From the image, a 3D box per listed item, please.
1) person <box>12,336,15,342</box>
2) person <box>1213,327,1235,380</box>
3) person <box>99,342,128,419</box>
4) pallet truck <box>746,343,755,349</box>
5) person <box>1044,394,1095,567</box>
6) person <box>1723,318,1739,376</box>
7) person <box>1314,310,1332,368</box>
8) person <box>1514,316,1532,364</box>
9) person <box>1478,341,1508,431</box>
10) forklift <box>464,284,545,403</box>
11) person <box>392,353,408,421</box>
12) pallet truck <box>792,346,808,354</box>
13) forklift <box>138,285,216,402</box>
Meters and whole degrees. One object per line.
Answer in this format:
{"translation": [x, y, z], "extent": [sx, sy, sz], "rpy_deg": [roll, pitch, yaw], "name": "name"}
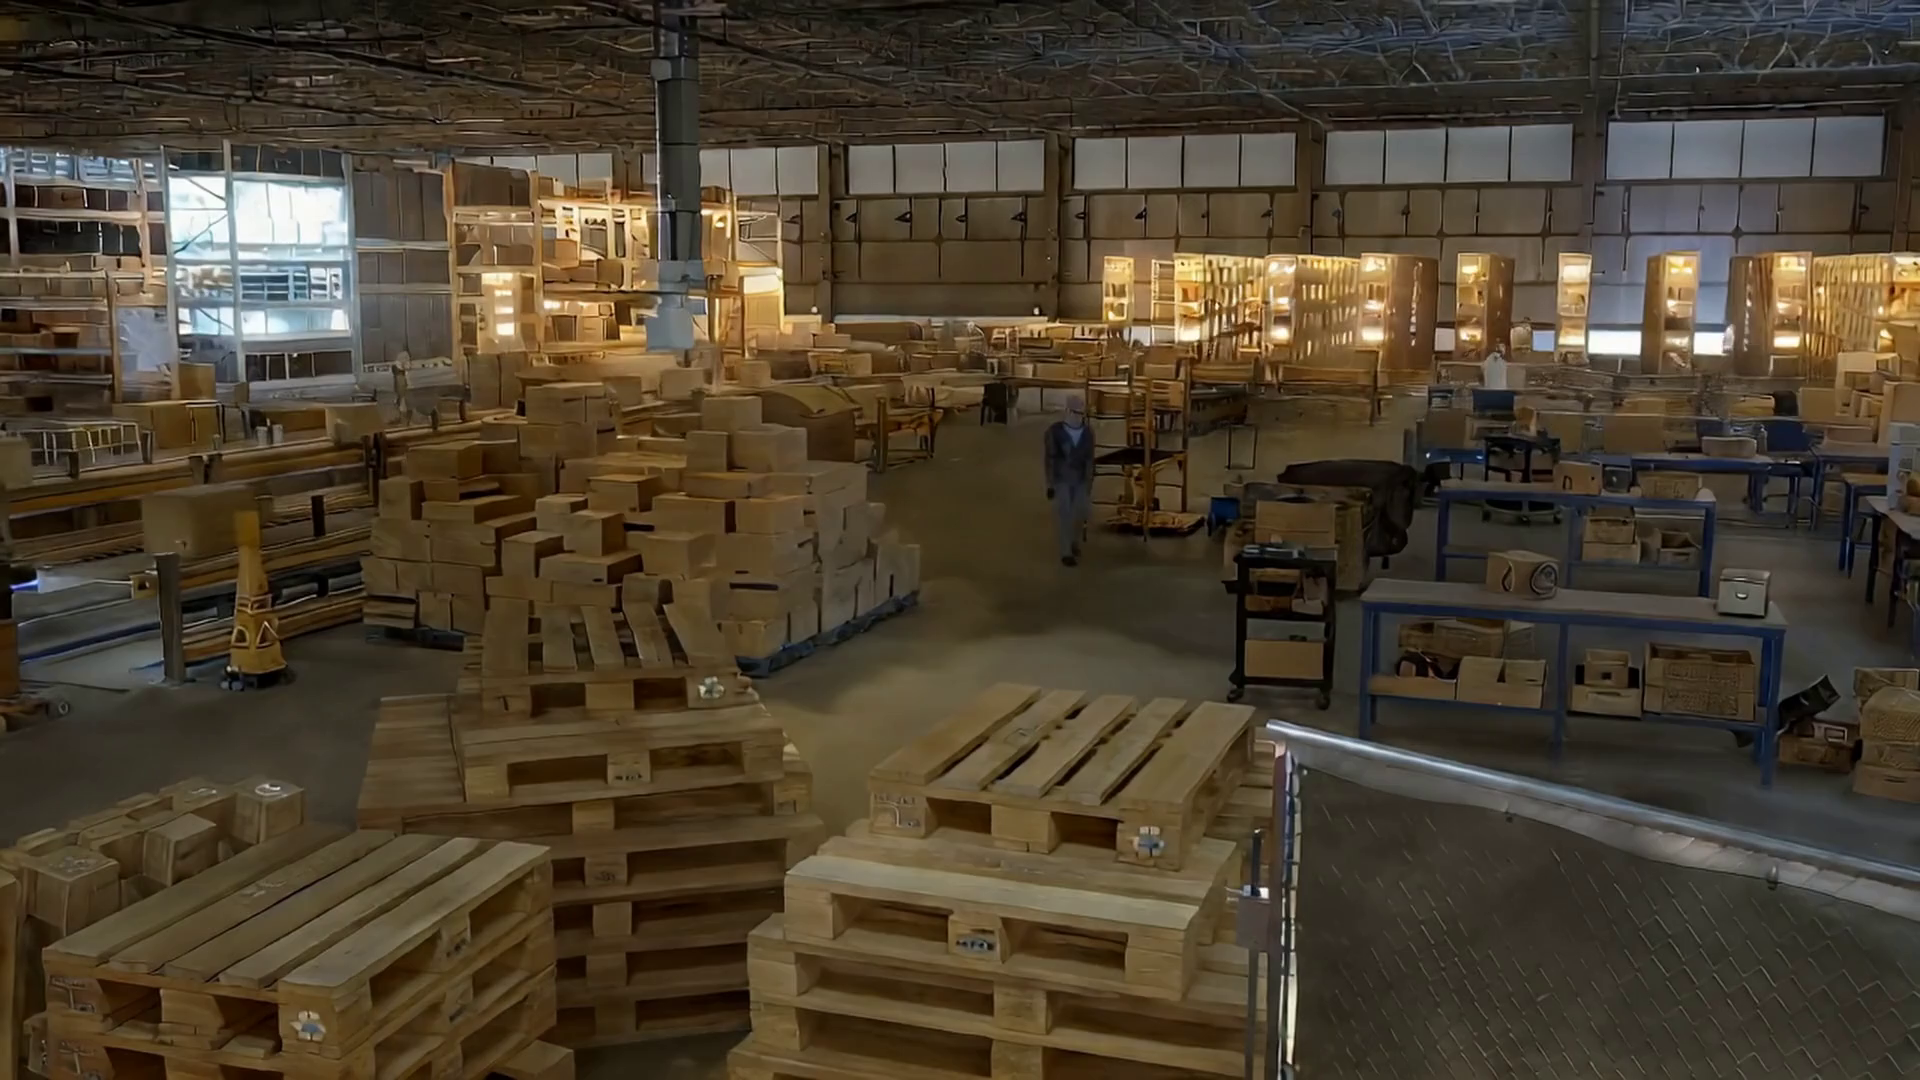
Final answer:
{"translation": [-21.472, -3.769, 37.359], "extent": [0.532, 1.727, 0.841], "rpy_deg": [2, 9, 10], "name": "person"}
{"translation": [6.753, -4.561, 42.369], "extent": [0.918, 1.720, 0.530], "rpy_deg": [4, 10, 23], "name": "person"}
{"translation": [-14.360, -2.412, 28.271], "extent": [0.445, 1.914, 0.617], "rpy_deg": [2, 9, 13], "name": "person"}
{"translation": [-6.183, -4.618, 44.264], "extent": [1.601, 1.201, 0.680], "rpy_deg": [-9, 12, -43], "name": "pallet truck"}
{"translation": [1.150, -0.628, 17.375], "extent": [0.588, 1.810, 0.466], "rpy_deg": [-3, 9, -17], "name": "person"}
{"translation": [22.085, -5.464, 47.731], "extent": [0.895, 1.816, 0.567], "rpy_deg": [3, 9, 17], "name": "person"}
{"translation": [11.216, -6.137, 51.478], "extent": [0.606, 1.966, 0.642], "rpy_deg": [4, 10, 23], "name": "person"}
{"translation": [16.950, -5.831, 50.017], "extent": [0.586, 1.823, 0.403], "rpy_deg": [-2, 9, -11], "name": "person"}
{"translation": [9.515, -2.559, 29.343], "extent": [0.651, 1.861, 0.944], "rpy_deg": [-6, 11, -34], "name": "person"}
{"translation": [-10.832, -4.702, 39.610], "extent": [1.129, 2.768, 1.873], "rpy_deg": [3, 10, 20], "name": "forklift"}
{"translation": [-10.066, -2.546, 29.982], "extent": [0.278, 1.631, 0.498], "rpy_deg": [-1, 9, -5], "name": "person"}
{"translation": [-3.705, -4.298, 42.022], "extent": [0.653, 1.274, 1.630], "rpy_deg": [3, 10, 20], "name": "pallet truck"}
{"translation": [-17.480, -4.200, 36.461], "extent": [1.873, 2.768, 1.129], "rpy_deg": [3, 10, 19], "name": "forklift"}
